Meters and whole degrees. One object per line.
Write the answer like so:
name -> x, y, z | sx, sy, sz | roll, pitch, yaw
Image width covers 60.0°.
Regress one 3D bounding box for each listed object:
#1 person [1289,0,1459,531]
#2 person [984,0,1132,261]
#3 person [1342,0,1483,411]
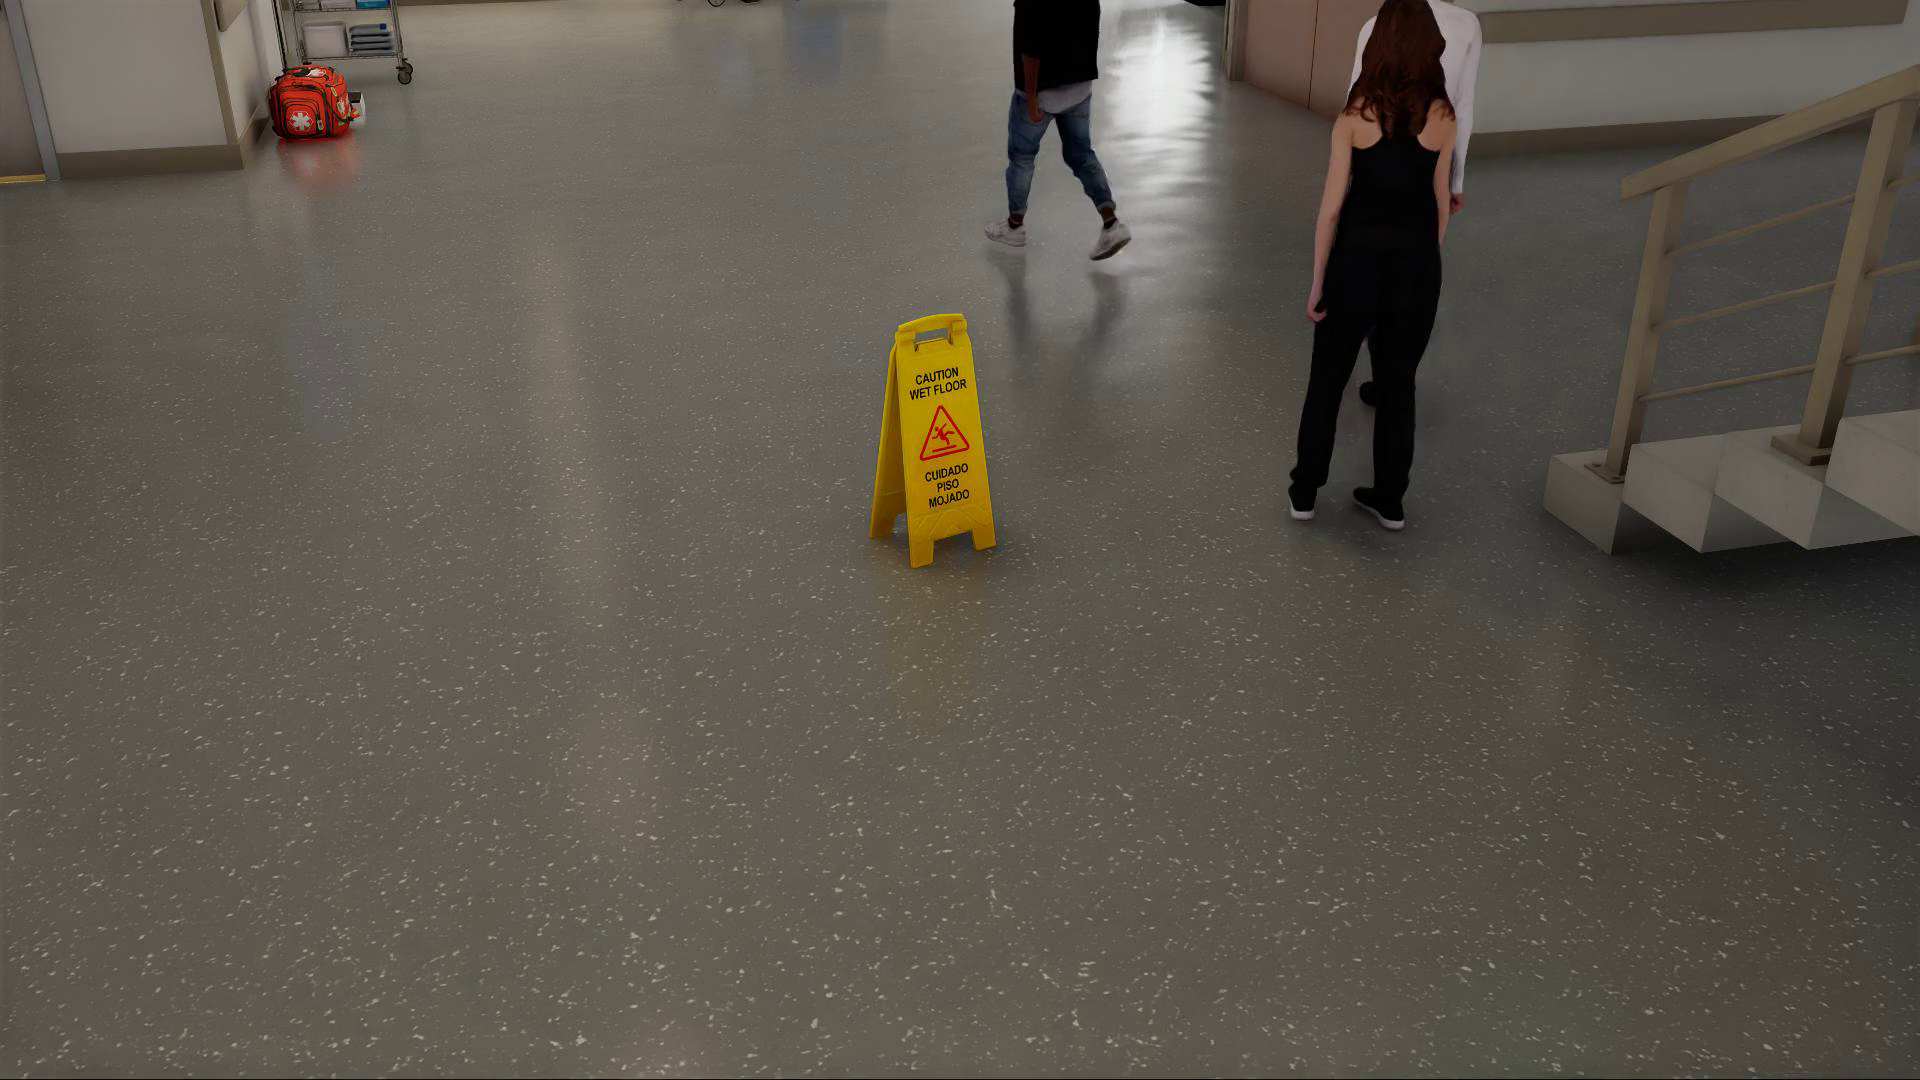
person -> 1.386, -0.832, 5.315 | 0.682, 1.736, 0.717 | 1, 26, 2
person -> 0.542, -2.257, 8.216 | 0.983, 1.783, 1.256 | -18, 31, -33
person -> 1.701, -1.352, 6.253 | 0.697, 1.857, 0.775 | -3, 26, -5
